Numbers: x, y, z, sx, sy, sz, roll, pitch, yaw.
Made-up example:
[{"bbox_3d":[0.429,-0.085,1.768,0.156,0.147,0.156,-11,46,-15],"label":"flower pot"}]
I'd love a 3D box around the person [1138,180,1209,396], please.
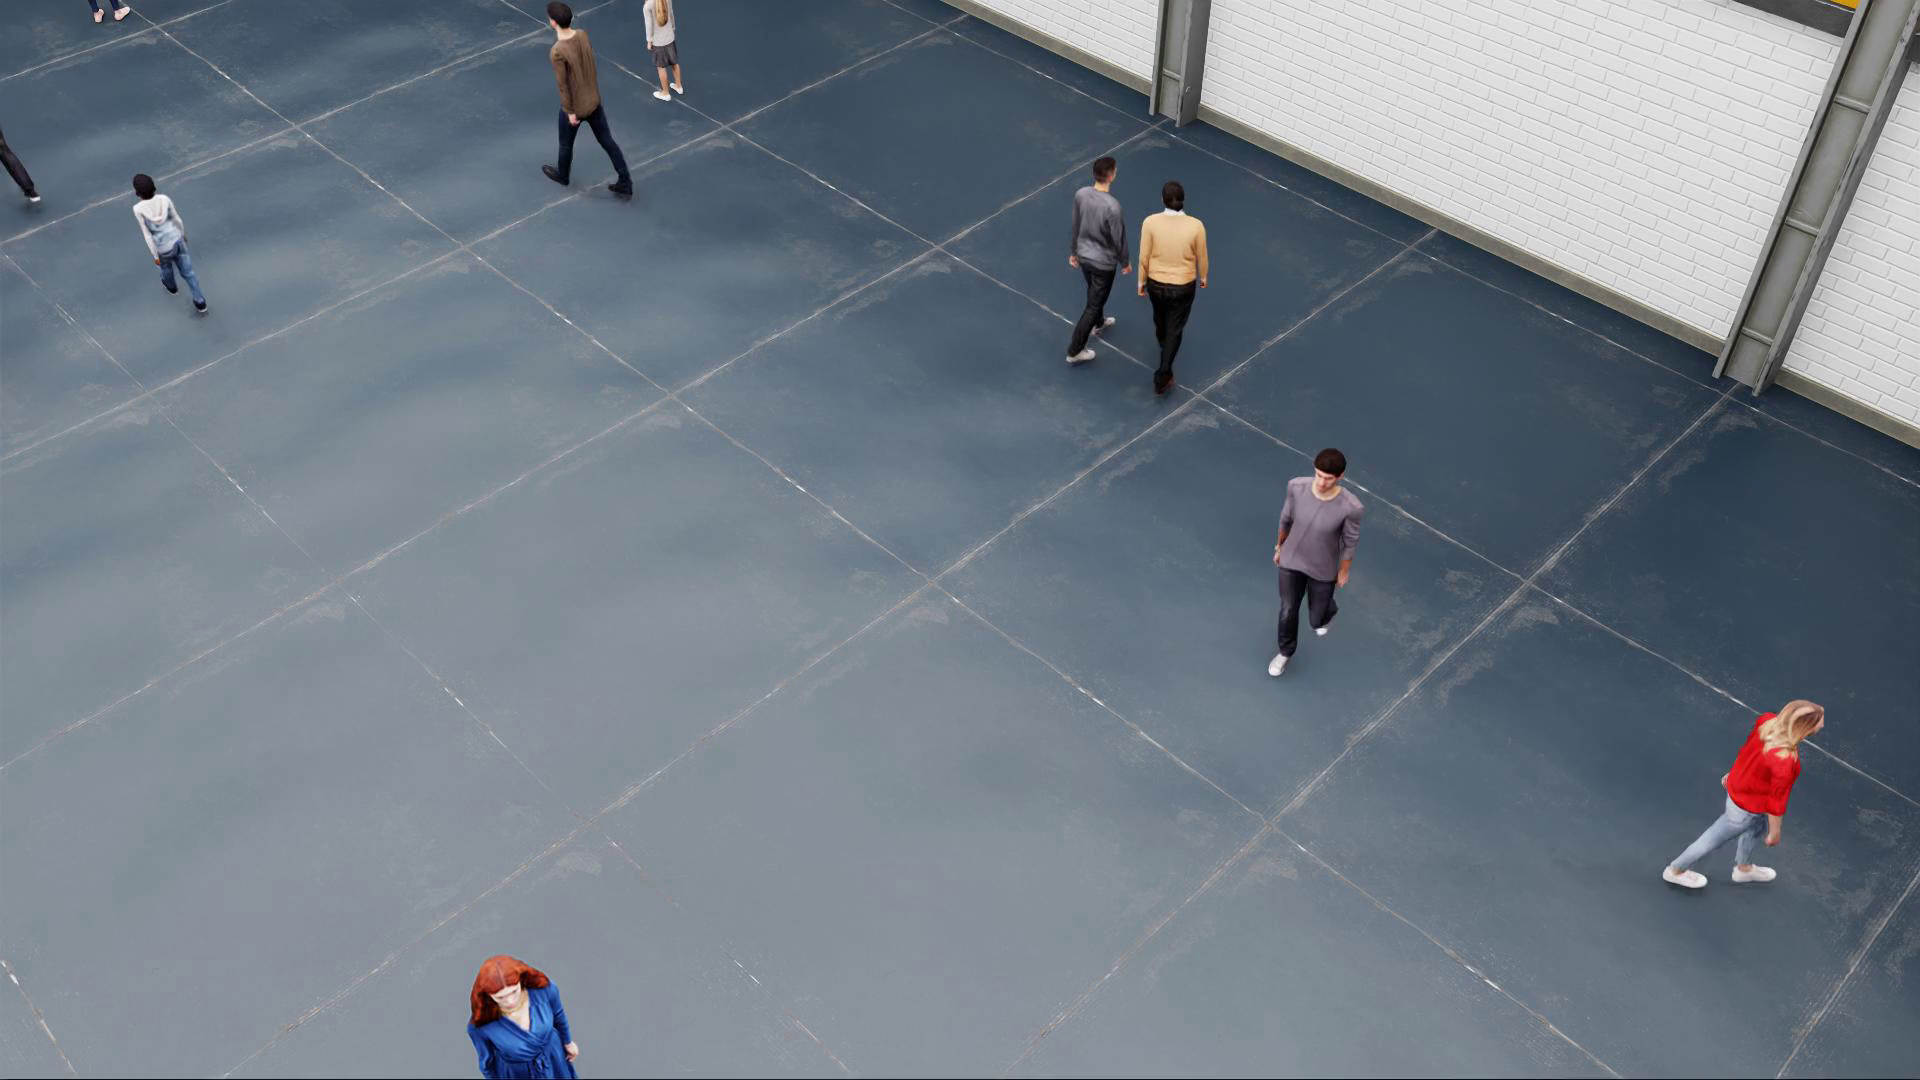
[{"bbox_3d":[1.626,-1.920,12.929,1.225,1.700,1.115,12,45,13],"label":"person"}]

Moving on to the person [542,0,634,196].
[{"bbox_3d":[-3.319,-3.888,14.892,1.228,1.842,0.852,22,48,22],"label":"person"}]

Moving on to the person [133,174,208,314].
[{"bbox_3d":[-6.561,-2.437,13.815,0.522,1.226,0.878,-31,52,-28],"label":"person"}]

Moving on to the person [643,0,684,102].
[{"bbox_3d":[-2.949,-4.983,16.452,0.512,1.275,0.497,33,52,30],"label":"person"}]

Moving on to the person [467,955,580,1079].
[{"bbox_3d":[-2.085,2.566,8.127,0.651,1.828,0.614,-26,50,-25],"label":"person"}]

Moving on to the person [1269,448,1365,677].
[{"bbox_3d":[2.293,0.089,10.723,0.880,1.834,0.841,24,49,23],"label":"person"}]

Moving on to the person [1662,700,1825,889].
[{"bbox_3d":[4.355,1.464,9.392,1.015,1.679,0.924,6,44,6],"label":"person"}]

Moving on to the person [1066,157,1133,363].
[{"bbox_3d":[1.062,-2.182,13.178,0.684,1.735,0.874,-33,52,-29],"label":"person"}]
